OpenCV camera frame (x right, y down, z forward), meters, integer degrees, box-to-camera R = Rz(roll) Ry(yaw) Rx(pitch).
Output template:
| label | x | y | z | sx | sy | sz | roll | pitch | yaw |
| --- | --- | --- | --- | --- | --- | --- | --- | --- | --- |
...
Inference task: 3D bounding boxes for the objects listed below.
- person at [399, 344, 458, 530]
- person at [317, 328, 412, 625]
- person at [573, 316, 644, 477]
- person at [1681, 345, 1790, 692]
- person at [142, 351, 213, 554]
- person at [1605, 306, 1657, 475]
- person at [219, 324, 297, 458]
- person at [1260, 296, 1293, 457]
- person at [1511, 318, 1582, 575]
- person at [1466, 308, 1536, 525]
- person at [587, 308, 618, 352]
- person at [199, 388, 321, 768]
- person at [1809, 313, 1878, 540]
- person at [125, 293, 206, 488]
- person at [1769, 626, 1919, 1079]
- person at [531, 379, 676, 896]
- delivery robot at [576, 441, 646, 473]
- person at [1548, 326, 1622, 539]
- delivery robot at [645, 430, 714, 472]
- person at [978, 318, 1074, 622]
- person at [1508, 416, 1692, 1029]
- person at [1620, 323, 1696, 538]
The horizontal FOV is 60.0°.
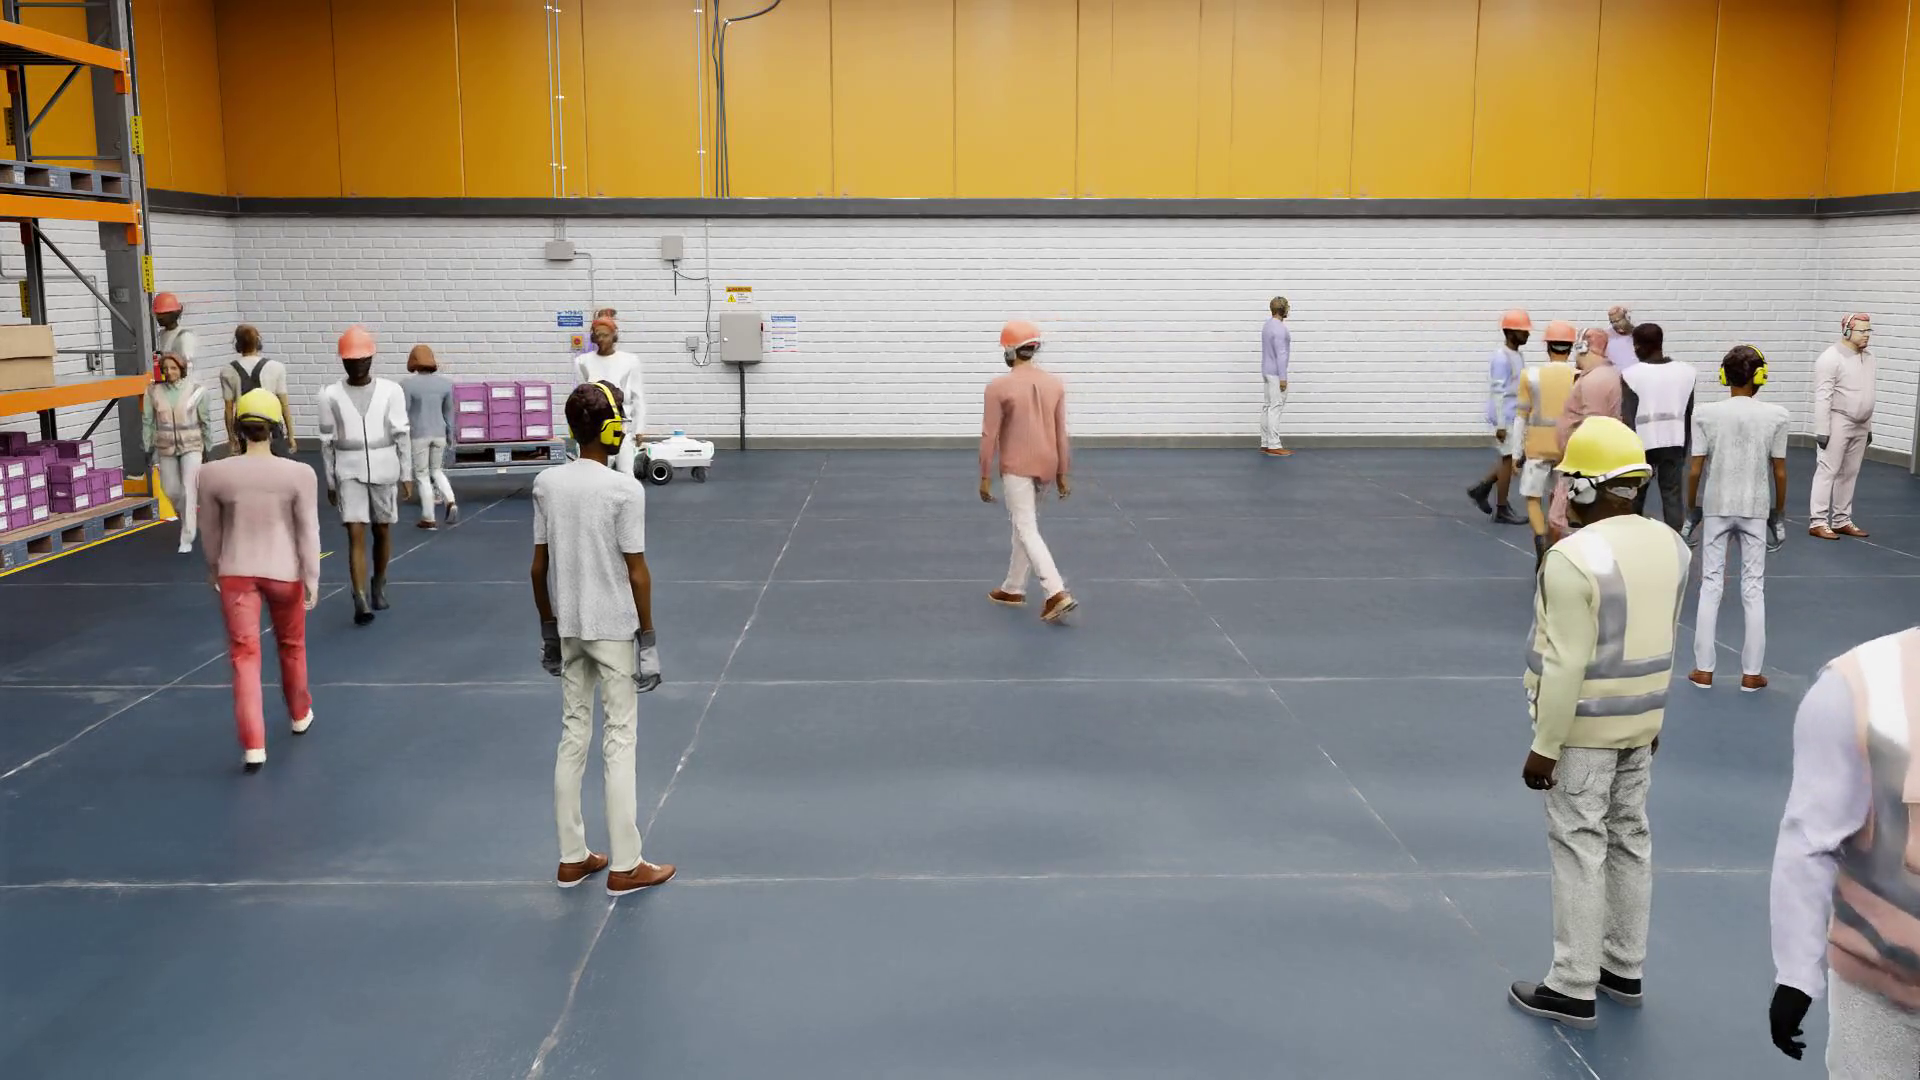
| label | x | y | z | sx | sy | sz | roll | pitch | yaw |
| --- | --- | --- | --- | --- | --- | --- | --- | --- | --- |
| person | -4.608 | -0.880 | 14.390 | 0.398 | 1.612 | 0.512 | 8 | 12 | 40 |
| person | -3.837 | -0.418 | 10.762 | 0.552 | 1.883 | 0.977 | -4 | 10 | -23 |
| person | -2.962 | -0.951 | 14.071 | 0.575 | 1.870 | 0.478 | 0 | 9 | -2 |
| person | 4.173 | -0.115 | 8.961 | 0.518 | 1.865 | 0.329 | 4 | 10 | 25 |
| person | -6.328 | -0.729 | 13.496 | 0.521 | 1.612 | 0.709 | -2 | 9 | -11 |
| person | 7.326 | -1.617 | 18.179 | 0.782 | 1.865 | 0.399 | 1 | 9 | 4 |
| person | -5.679 | -0.830 | 13.472 | 0.549 | 1.827 | 0.479 | -2 | 10 | -13 |
| person | 3.843 | -1.982 | 20.177 | 0.364 | 1.939 | 0.636 | -1 | 9 | -6 |
| person | 4.312 | -0.651 | 12.091 | 0.555 | 1.913 | 0.735 | 2 | 10 | 13 |
| person | 4.840 | -1.095 | 14.792 | 0.499 | 1.918 | 0.560 | 7 | 11 | 35 |
| person | -3.983 | -1.735 | 19.043 | 0.831 | 1.808 | 0.589 | -5 | 11 | -30 |
| person | -3.245 | 0.157 | 7.747 | 0.528 | 1.720 | 0.898 | -3 | 10 | -18 |
| person | 7.454 | -0.950 | 13.982 | 0.646 | 1.902 | 0.399 | -5 | 10 | -27 |
| person | -8.091 | -1.495 | 16.962 | 0.636 | 2.009 | 0.847 | 7 | 11 | 35 |
| person | 1.899 | 0.861 | 3.171 | 0.651 | 1.803 | 0.871 | 4 | 10 | 21 |
| person | -1.316 | 0.355 | 6.060 | 0.523 | 1.870 | 0.317 | 5 | 10 | 27 |
| delivery robot | -3.714 | -0.939 | 17.727 | 0.707 | 0.478 | 0.477 | 2 | 9 | 13 |
| person | 4.265 | -0.513 | 11.357 | 0.425 | 1.877 | 0.647 | 5 | 10 | 28 |
| delivery robot | -2.975 | -0.928 | 17.656 | 0.707 | 0.478 | 0.477 | -2 | 9 | -15 |
| person | 0.464 | -0.460 | 10.833 | 0.628 | 1.957 | 0.989 | -6 | 11 | -34 |
| person | 1.907 | 0.545 | 5.014 | 0.600 | 1.827 | 0.404 | -6 | 11 | -34 |
| person | 5.198 | -0.693 | 12.508 | 0.629 | 1.849 | 1.015 | 0 | 9 | 0 |
